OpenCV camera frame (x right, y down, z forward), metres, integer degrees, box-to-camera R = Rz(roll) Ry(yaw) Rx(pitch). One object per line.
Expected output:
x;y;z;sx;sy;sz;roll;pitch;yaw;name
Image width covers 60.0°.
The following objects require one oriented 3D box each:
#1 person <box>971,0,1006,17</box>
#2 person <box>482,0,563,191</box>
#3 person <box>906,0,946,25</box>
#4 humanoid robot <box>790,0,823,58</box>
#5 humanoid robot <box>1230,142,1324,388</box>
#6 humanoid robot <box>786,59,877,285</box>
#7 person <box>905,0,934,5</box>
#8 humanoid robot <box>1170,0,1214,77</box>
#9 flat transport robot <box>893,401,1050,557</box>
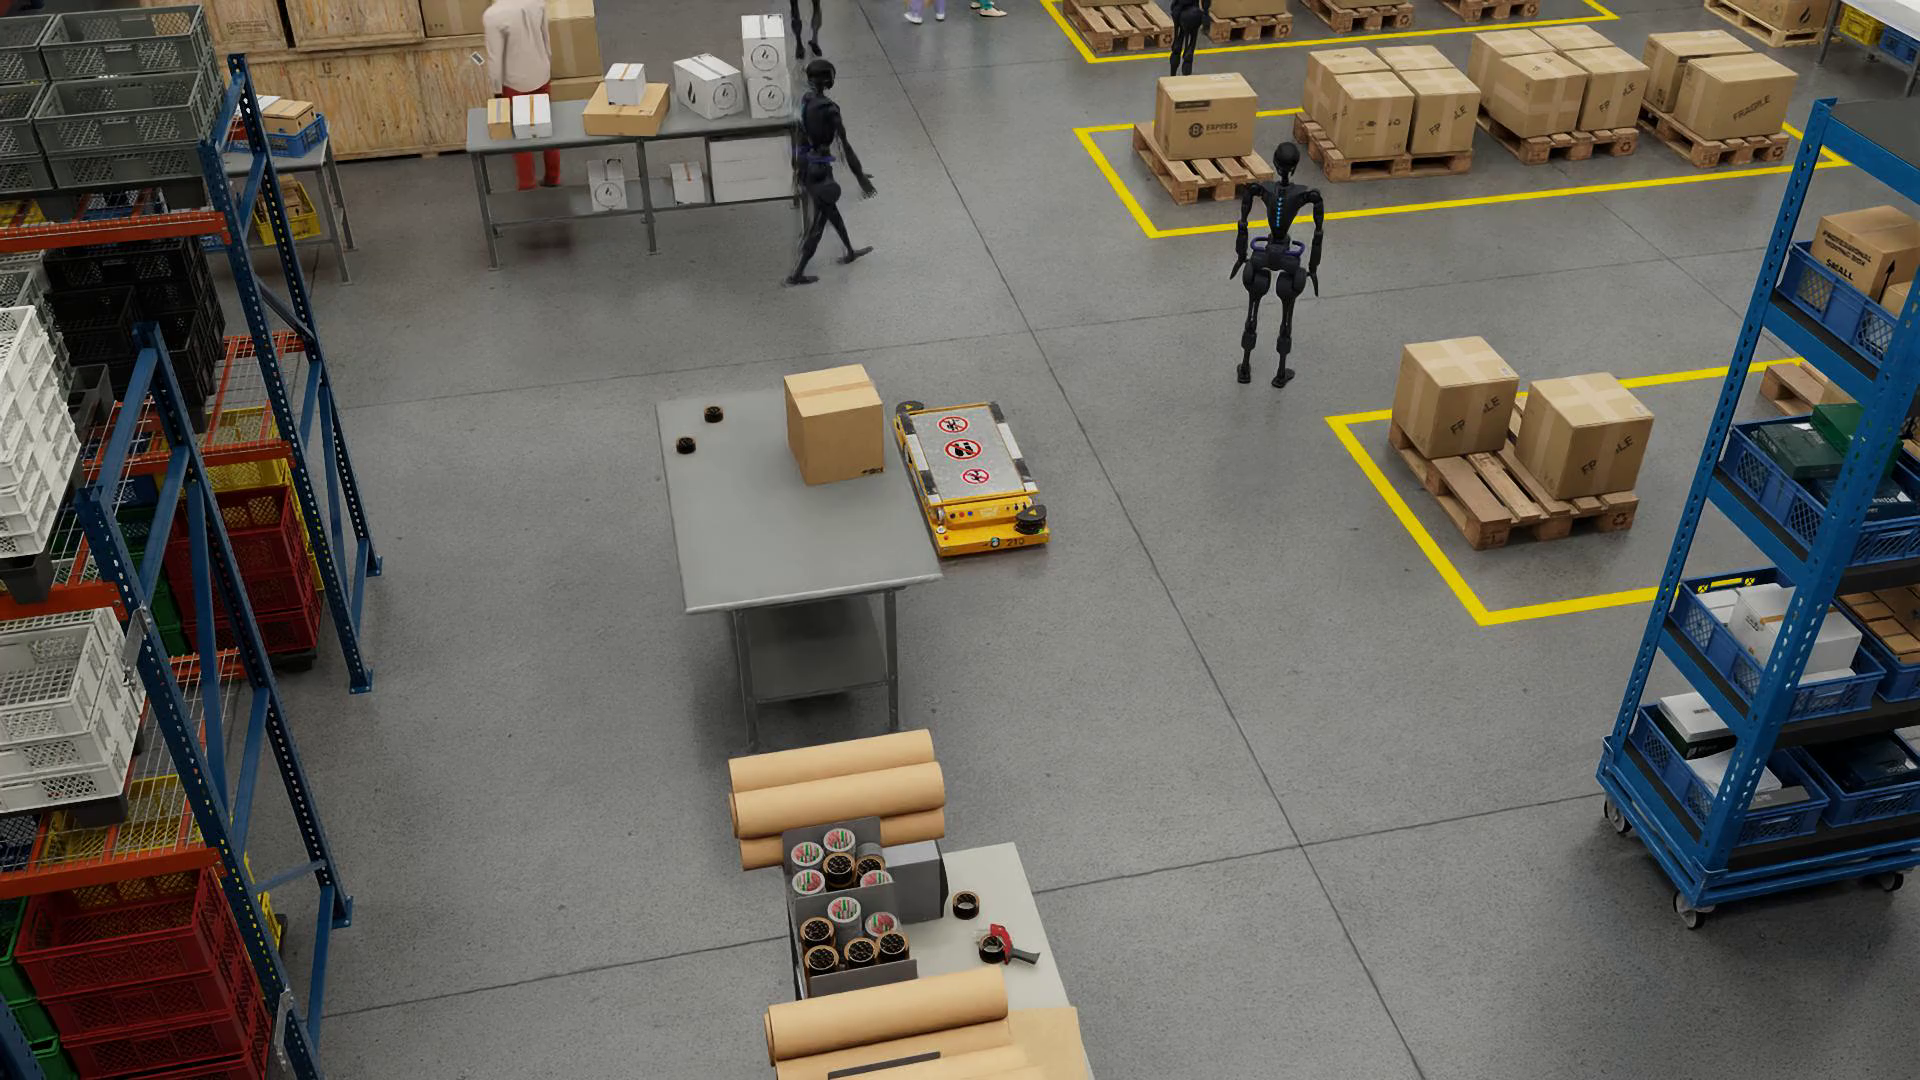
0.279;-6.123;16.526;0.313;1.769;0.523;-11;38;-15;person
-3.428;-3.606;12.970;0.420;1.979;0.621;23;42;28;person
-0.354;-6.046;16.292;0.592;1.922;0.384;-12;38;-15;person
-1.489;-5.317;15.522;0.595;1.647;0.462;-1;37;-1;humanoid robot
2.043;-1.781;10.753;0.589;1.660;0.327;11;38;14;humanoid robot
-0.978;-2.647;11.970;0.766;1.623;0.561;-16;39;-20;humanoid robot
-0.605;-6.433;16.717;0.535;2.000;0.775;-23;42;-28;person
2.045;-4.769;14.770;0.318;1.657;0.603;-11;38;-14;humanoid robot
0.046;-0.430;10.108;0.652;0.197;1.431;-8;37;-10;flat transport robot
